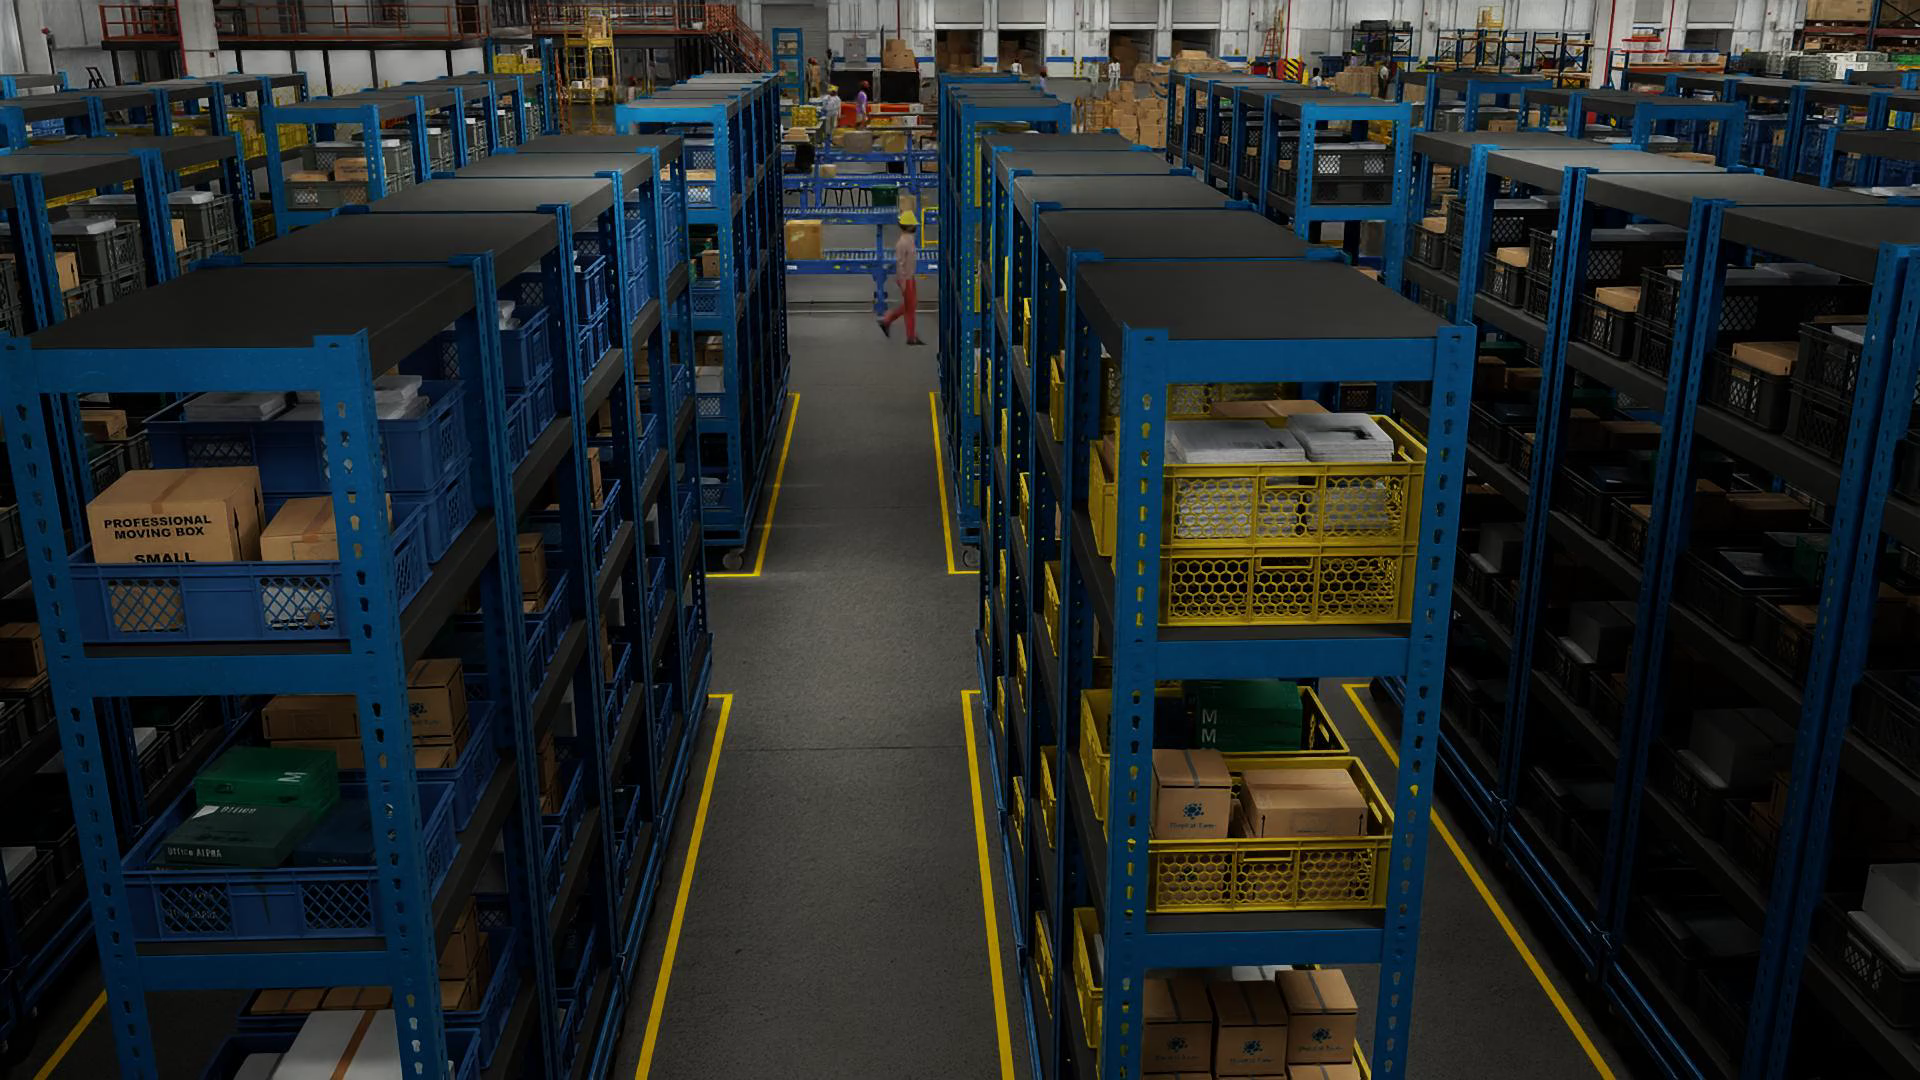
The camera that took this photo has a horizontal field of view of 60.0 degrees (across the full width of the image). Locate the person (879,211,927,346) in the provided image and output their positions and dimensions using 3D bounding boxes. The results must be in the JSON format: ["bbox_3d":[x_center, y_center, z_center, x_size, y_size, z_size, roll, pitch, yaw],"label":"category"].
[{"bbox_3d":[-0.745,-3.399,21.589,0.583,1.745,0.534,4,18,11],"label":"person"}]

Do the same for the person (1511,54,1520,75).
[{"bbox_3d":[28.391,-23.979,85.224,0.936,1.809,0.605,17,24,42],"label":"person"}]

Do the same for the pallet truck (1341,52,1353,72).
[{"bbox_3d":[18.794,-23.123,82.231,0.823,1.965,1.885,-13,22,-35],"label":"pallet truck"}]

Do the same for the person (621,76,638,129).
[{"bbox_3d":[-11.133,-14.608,55.995,1.052,1.932,0.663,0,18,1],"label":"person"}]

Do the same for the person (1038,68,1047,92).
[{"bbox_3d":[3.096,-17.262,64.266,0.946,1.903,0.545,6,19,18],"label":"person"}]

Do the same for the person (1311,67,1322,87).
[{"bbox_3d":[13.435,-16.879,62.957,0.361,1.964,0.617,14,23,38],"label":"person"}]

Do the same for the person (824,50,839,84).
[{"bbox_3d":[-7.123,-26.112,91.779,1.013,1.808,0.533,-9,20,-26],"label":"person"}]

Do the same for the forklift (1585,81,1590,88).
[{"bbox_3d":[30.327,-22.040,77.468,1.873,2.768,1.129,-1,18,-2],"label":"forklift"}]

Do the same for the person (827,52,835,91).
[{"bbox_3d":[-6.595,-23.852,84.611,0.392,1.922,0.592,-12,22,-33],"label":"person"}]

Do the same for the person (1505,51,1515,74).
[{"bbox_3d":[28.586,-24.448,86.526,0.655,1.886,0.769,-6,19,-19],"label":"person"}]

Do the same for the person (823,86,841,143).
[{"bbox_3d":[-4.102,-13.486,52.781,0.695,1.766,0.403,-8,19,-23],"label":"person"}]

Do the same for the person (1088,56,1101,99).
[{"bbox_3d":[6.246,-21.433,77.100,0.640,1.932,0.440,-13,22,-35],"label":"person"}]

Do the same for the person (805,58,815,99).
[{"bbox_3d":[-6.900,-21.342,76.963,0.506,1.846,0.350,-4,18,-12],"label":"person"}]

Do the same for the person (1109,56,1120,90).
[{"bbox_3d":[7.306,-21.915,78.697,0.574,1.876,0.354,-5,19,-14],"label":"person"}]

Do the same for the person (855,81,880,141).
[{"bbox_3d":[-3.042,-13.780,53.493,0.967,1.889,0.552,4,18,12],"label":"person"}]

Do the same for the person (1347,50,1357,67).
[{"bbox_3d":[20.646,-24.807,87.554,0.370,1.926,0.594,-13,22,-35],"label":"person"}]

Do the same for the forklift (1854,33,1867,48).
[{"bbox_3d":[45.252,-24.022,83.600,1.873,2.768,1.129,-10,21,-29],"label":"forklift"}]

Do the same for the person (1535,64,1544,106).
[{"bbox_3d":[24.092,-18.862,69.275,0.522,1.858,0.320,-10,20,-28],"label":"person"}]

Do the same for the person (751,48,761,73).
[{"bbox_3d":[-11.251,-26.154,91.762,0.585,1.911,0.390,-7,19,-20],"label":"person"}]

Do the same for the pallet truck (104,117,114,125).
[{"bbox_3d":[-18.367,-7.885,35.078,1.885,1.965,0.823,1,18,2],"label":"pallet truck"}]

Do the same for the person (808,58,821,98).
[{"bbox_3d":[-6.542,-20.697,74.851,0.562,1.919,0.518,-6,19,-17],"label":"person"}]

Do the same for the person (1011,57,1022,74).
[{"bbox_3d":[2.645,-21.552,77.552,0.575,1.885,0.355,9,20,26],"label":"person"}]

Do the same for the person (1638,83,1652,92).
[{"bbox_3d":[25.020,-16.037,60.897,0.508,1.629,0.314,0,18,-1],"label":"person"}]

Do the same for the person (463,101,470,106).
[{"bbox_3d":[-16.465,-14.242,55.196,0.854,1.704,0.510,0,18,0],"label":"person"}]

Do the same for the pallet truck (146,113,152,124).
[{"bbox_3d":[-18.087,-8.309,36.390,1.885,1.965,0.823,-1,18,-4],"label":"pallet truck"}]

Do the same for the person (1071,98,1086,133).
[{"bbox_3d":[3.499,-12.352,49.508,0.515,1.620,0.545,1,18,2],"label":"person"}]

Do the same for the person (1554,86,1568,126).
[{"bbox_3d":[19.940,-14.131,54.912,0.523,1.679,0.715,-10,20,-28],"label":"person"}]

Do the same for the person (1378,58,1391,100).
[{"bbox_3d":[18.283,-19.720,71.632,0.537,2.000,0.690,-2,18,-5],"label":"person"}]

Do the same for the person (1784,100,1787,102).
[{"bbox_3d":[20.049,-9.694,40.643,0.736,2.014,0.640,-7,19,-21],"label":"person"}]
